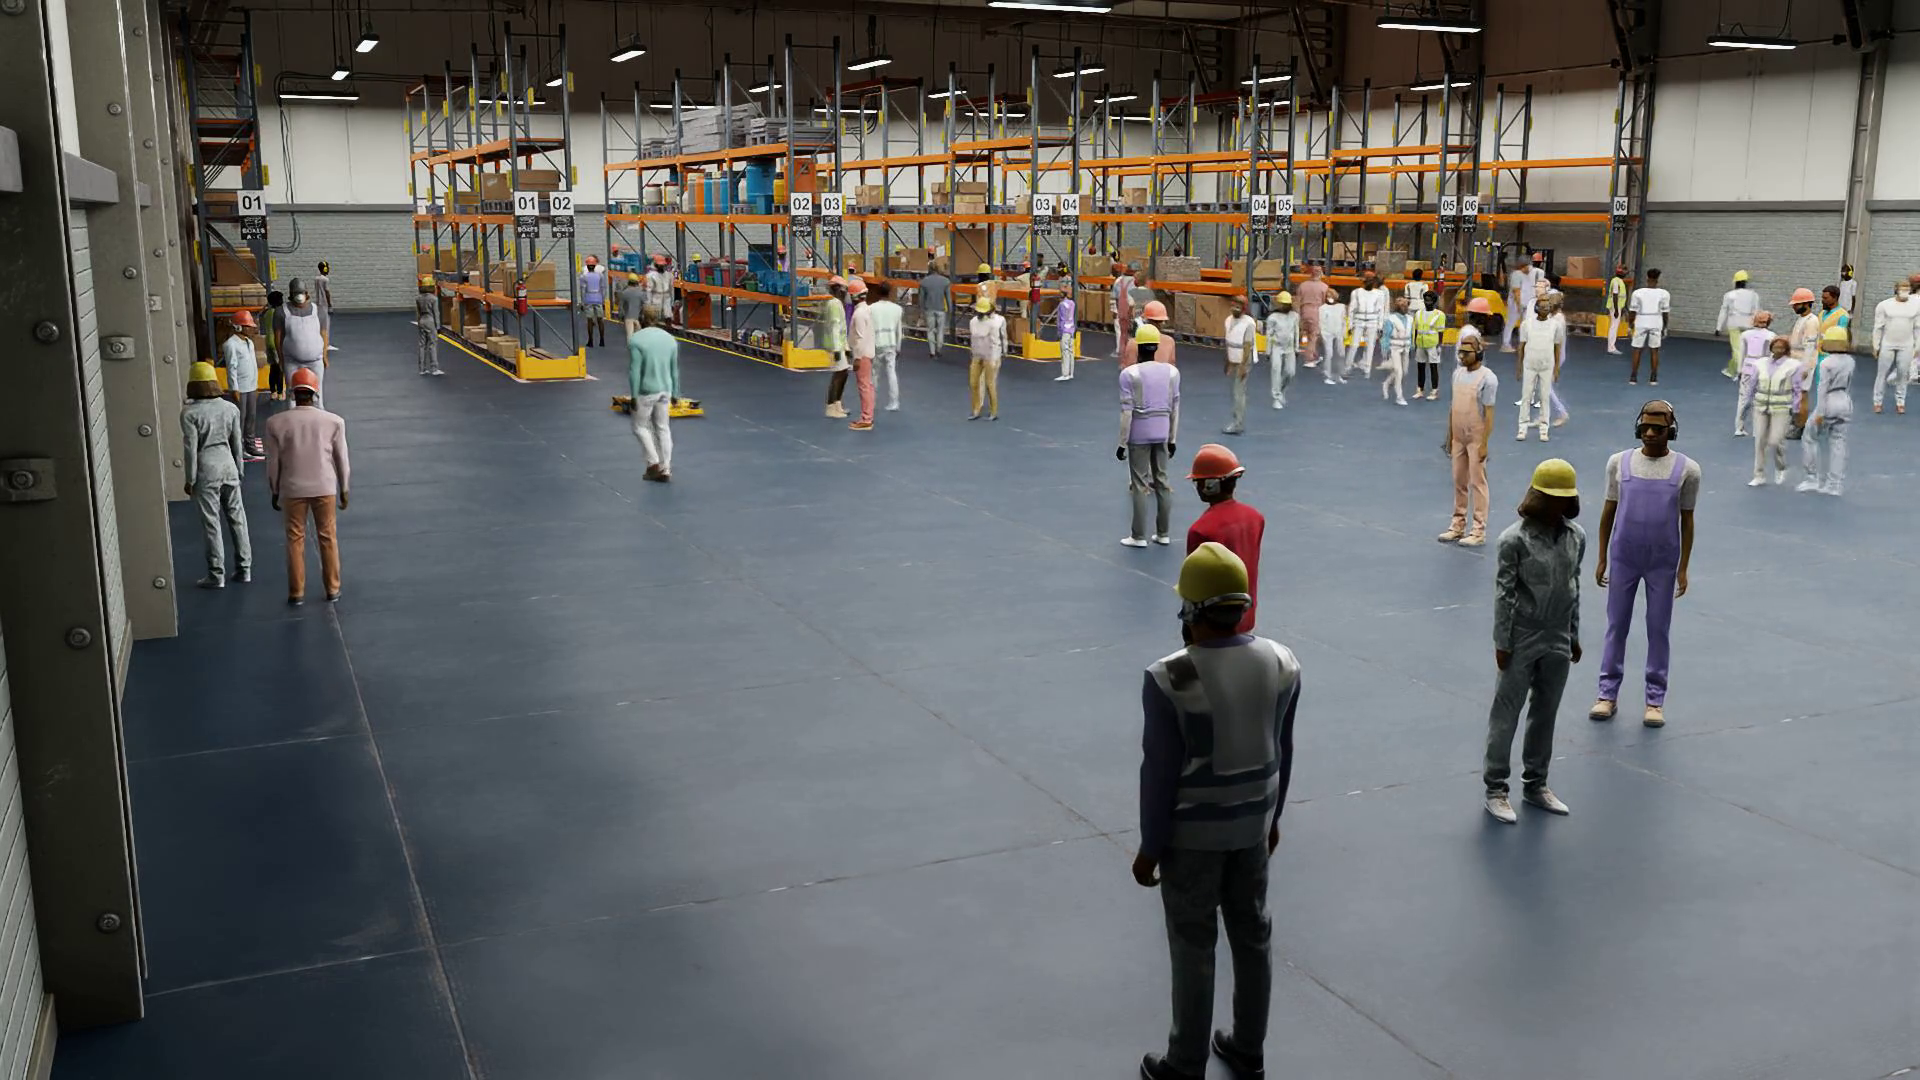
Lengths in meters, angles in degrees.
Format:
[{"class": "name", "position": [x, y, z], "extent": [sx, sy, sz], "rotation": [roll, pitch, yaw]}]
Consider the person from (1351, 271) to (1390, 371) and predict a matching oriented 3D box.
[{"class": "person", "position": [7.602, -4.009, 30.494], "extent": [0.642, 1.834, 0.524], "rotation": [7, 13, 31]}]

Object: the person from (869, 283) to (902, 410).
[{"class": "person", "position": [-1.131, -2.852, 24.525], "extent": [0.602, 1.869, 1.020], "rotation": [-5, 12, -24]}]

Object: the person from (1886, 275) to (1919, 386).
[{"class": "person", "position": [15.770, -3.492, 27.777], "extent": [0.966, 1.835, 0.576], "rotation": [-3, 12, -15]}]

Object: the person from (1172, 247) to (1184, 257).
[{"class": "person", "position": [6.670, -8.068, 51.061], "extent": [0.430, 1.834, 0.630], "rotation": [-9, 14, -39]}]

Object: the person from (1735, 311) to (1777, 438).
[{"class": "person", "position": [10.238, -2.123, 21.366], "extent": [0.311, 1.634, 0.519], "rotation": [-8, 14, -37]}]

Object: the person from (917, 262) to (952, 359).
[{"class": "person", "position": [-0.528, -4.570, 33.080], "extent": [0.676, 1.909, 0.742], "rotation": [-1, 11, -7]}]

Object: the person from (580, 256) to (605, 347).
[{"class": "person", "position": [-7.920, -5.131, 35.867], "extent": [0.543, 1.939, 0.362], "rotation": [-6, 12, -26]}]

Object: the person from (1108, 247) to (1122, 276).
[{"class": "person", "position": [4.980, -8.552, 53.610], "extent": [0.597, 1.803, 0.791], "rotation": [-8, 14, -35]}]

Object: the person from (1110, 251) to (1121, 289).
[{"class": "person", "position": [4.172, -6.810, 44.606], "extent": [0.328, 1.861, 0.514], "rotation": [-4, 12, -21]}]

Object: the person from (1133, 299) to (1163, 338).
[{"class": "person", "position": [2.765, -2.770, 24.705], "extent": [0.518, 1.616, 0.749], "rotation": [-3, 12, -15]}]

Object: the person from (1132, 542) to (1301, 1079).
[{"class": "person", "position": [0.811, 0.914, 5.414], "extent": [0.591, 1.834, 0.404], "rotation": [-6, 13, -27]}]

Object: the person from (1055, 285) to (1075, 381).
[{"class": "person", "position": [1.816, -3.562, 28.692], "extent": [0.316, 1.643, 0.526], "rotation": [5, 12, 24]}]

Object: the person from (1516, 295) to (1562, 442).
[{"class": "person", "position": [7.302, -2.161, 21.005], "extent": [0.514, 1.846, 0.333], "rotation": [4, 12, 19]}]

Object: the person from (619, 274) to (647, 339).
[{"class": "person", "position": [-6.196, -4.180, 31.588], "extent": [0.529, 1.726, 0.898], "rotation": [-3, 12, -17]}]

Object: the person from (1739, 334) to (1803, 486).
[{"class": "person", "position": [8.518, -1.352, 17.481], "extent": [0.368, 1.622, 0.557], "rotation": [-9, 14, -39]}]

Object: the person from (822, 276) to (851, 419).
[{"class": "person", "position": [-1.738, -2.718, 23.487], "extent": [0.411, 1.990, 0.651], "rotation": [-1, 11, -3]}]

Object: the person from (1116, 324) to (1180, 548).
[{"class": "person", "position": [1.608, -0.891, 14.351], "extent": [0.590, 1.926, 0.388], "rotation": [-5, 12, -24]}]

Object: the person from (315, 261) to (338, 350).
[{"class": "person", "position": [-13.402, -4.932, 35.076], "extent": [0.507, 1.861, 0.327], "rotation": [9, 14, 39]}]

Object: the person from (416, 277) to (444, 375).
[{"class": "person", "position": [-9.495, -3.828, 29.778], "extent": [0.482, 1.735, 0.342], "rotation": [5, 12, 23]}]

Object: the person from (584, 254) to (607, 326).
[{"class": "person", "position": [-9.360, -6.410, 42.684], "extent": [0.581, 1.846, 0.617], "rotation": [0, 11, 0]}]

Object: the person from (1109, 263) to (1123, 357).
[{"class": "person", "position": [3.178, -4.615, 33.383], "extent": [0.337, 1.882, 0.584], "rotation": [3, 12, 16]}]

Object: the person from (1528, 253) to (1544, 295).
[{"class": "person", "position": [13.418, -5.717, 38.836], "extent": [0.353, 1.942, 0.545], "rotation": [-7, 13, -31]}]

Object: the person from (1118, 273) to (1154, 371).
[{"class": "person", "position": [3.162, -3.853, 29.712], "extent": [0.613, 1.798, 0.894], "rotation": [-6, 12, -27]}]

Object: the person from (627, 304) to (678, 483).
[{"class": "person", "position": [-3.279, -1.561, 17.802], "extent": [0.471, 1.910, 0.647], "rotation": [11, 15, 43]}]

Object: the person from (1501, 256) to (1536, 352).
[{"class": "person", "position": [11.640, -4.860, 34.229], "extent": [0.697, 2.000, 0.972], "rotation": [-9, 14, -39]}]

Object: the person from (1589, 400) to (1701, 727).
[{"class": "person", "position": [3.857, 0.129, 9.377], "extent": [0.508, 1.846, 0.345], "rotation": [6, 13, 28]}]

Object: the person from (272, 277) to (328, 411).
[{"class": "person", "position": [-8.654, -2.439, 21.927], "extent": [0.681, 2.000, 0.538], "rotation": [-7, 13, -31]}]

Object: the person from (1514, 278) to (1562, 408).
[{"class": "person", "position": [8.598, -2.927, 24.752], "extent": [0.408, 1.908, 0.646], "rotation": [-6, 12, -26]}]

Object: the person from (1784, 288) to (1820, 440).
[{"class": "person", "position": [10.712, -2.240, 21.219], "extent": [0.392, 1.927, 0.547], "rotation": [2, 11, 11]}]

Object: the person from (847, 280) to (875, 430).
[{"class": "person", "position": [-1.321, -2.460, 22.157], "extent": [0.391, 1.991, 0.612], "rotation": [2, 11, 8]}]

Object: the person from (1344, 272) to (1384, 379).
[{"class": "person", "position": [7.026, -3.717, 28.901], "extent": [0.658, 1.860, 0.419], "rotation": [3, 12, 15]}]

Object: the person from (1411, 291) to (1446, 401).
[{"class": "person", "position": [7.228, -3.000, 25.675], "extent": [0.319, 1.694, 0.533], "rotation": [-9, 15, -40]}]

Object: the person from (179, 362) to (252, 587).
[{"class": "person", "position": [-5.781, -0.506, 12.865], "extent": [0.325, 1.740, 0.492], "rotation": [7, 13, 32]}]

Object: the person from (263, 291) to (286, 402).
[{"class": "person", "position": [-10.467, -2.969, 25.519], "extent": [0.535, 1.691, 0.317], "rotation": [10, 15, 42]}]

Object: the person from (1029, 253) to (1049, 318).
[{"class": "person", "position": [1.933, -6.211, 41.489], "extent": [0.604, 1.894, 0.472], "rotation": [-5, 12, -25]}]
